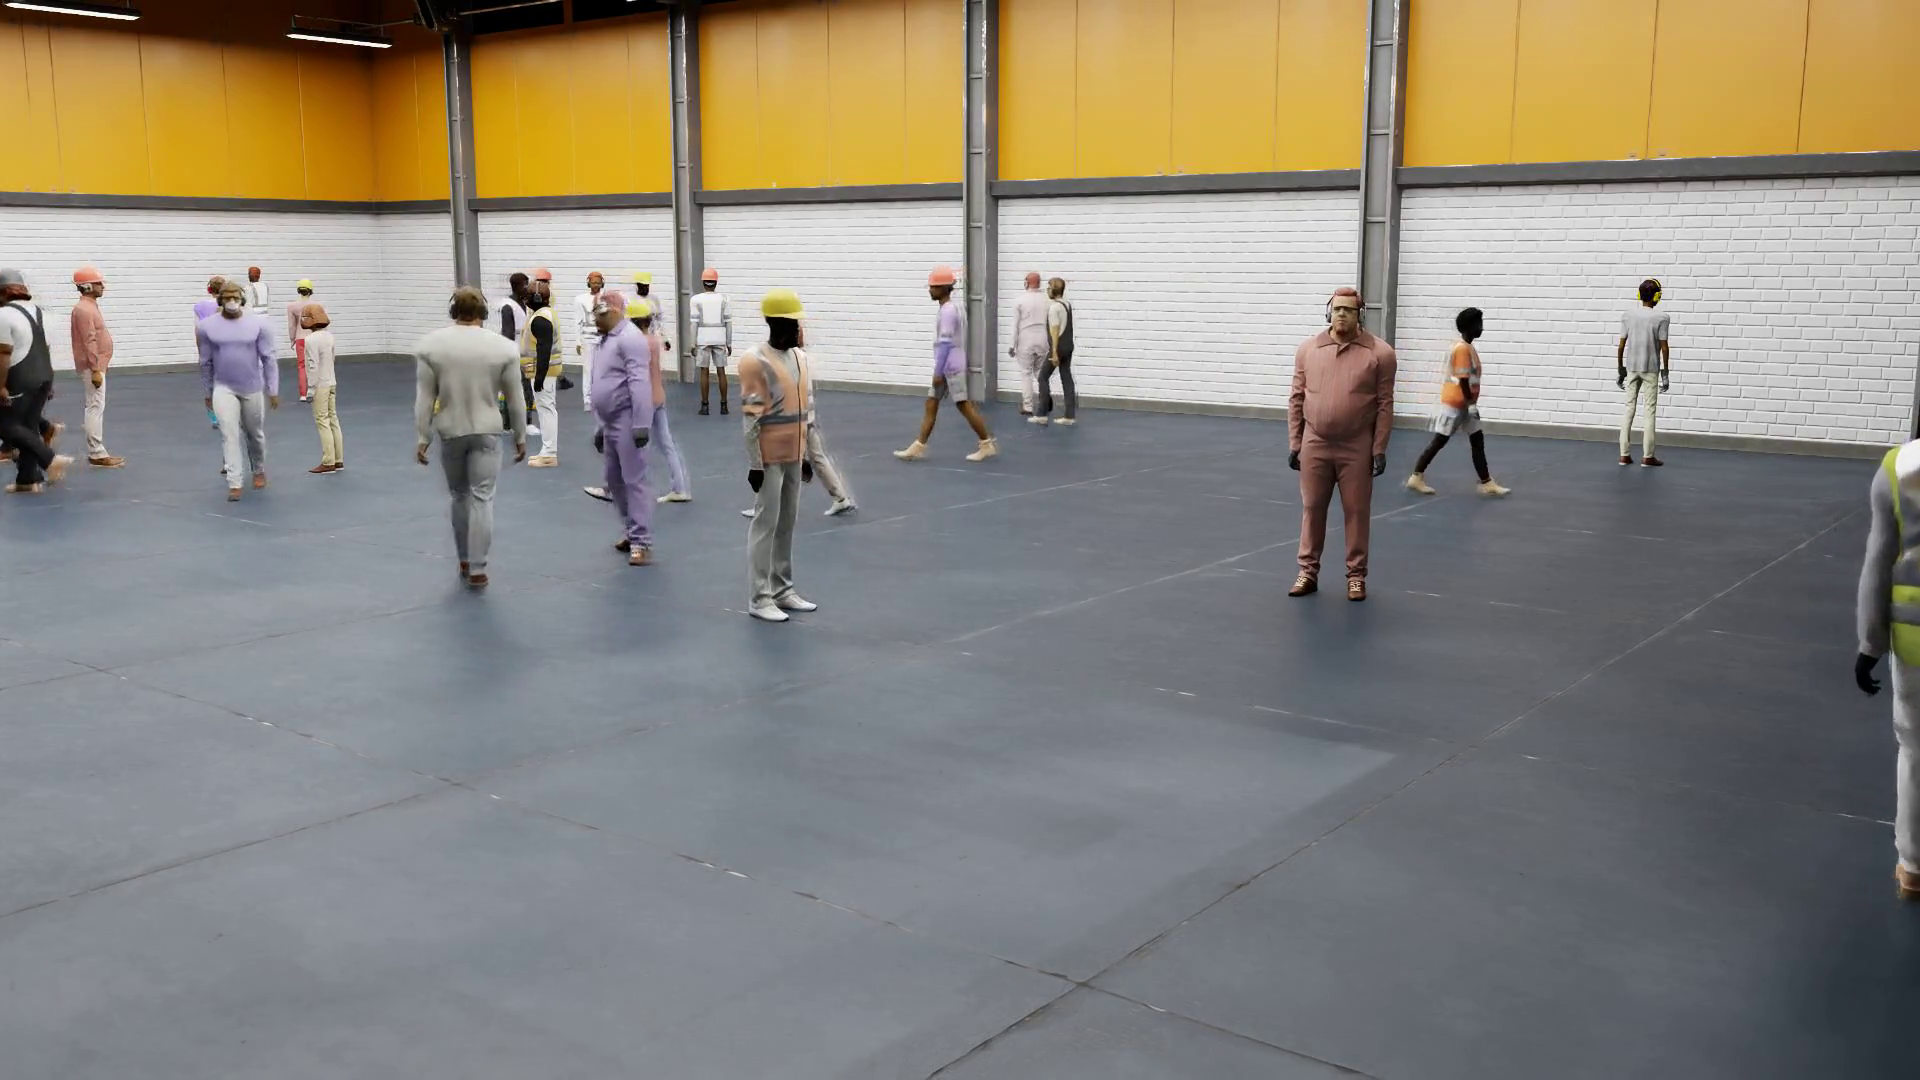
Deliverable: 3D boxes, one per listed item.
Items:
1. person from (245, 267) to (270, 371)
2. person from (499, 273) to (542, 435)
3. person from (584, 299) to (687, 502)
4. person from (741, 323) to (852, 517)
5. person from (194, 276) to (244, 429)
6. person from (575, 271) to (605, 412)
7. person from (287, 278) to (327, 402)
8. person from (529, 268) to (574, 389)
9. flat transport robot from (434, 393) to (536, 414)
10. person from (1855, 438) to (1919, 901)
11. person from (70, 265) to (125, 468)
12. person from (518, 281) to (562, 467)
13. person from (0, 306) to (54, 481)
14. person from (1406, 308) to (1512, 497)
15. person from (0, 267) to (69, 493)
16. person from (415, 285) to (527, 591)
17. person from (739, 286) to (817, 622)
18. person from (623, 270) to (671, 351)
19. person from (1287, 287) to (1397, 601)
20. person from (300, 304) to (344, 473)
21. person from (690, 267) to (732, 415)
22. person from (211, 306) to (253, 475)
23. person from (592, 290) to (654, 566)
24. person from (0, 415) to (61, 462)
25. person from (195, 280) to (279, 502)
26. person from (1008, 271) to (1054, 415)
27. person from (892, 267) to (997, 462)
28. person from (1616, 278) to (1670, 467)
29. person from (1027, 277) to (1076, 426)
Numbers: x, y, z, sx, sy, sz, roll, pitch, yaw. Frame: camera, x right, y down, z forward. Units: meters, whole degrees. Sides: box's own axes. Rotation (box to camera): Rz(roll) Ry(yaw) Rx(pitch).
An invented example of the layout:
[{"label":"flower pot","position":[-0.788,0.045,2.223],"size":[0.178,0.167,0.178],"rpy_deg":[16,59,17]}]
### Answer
[{"label":"person","position":[-12.727,-3.998,30.142],"size":[0.356,1.883,0.572],"rpy_deg":[3,10,17]},{"label":"person","position":[-5.099,-2.167,19.464],"size":[0.711,1.894,0.614],"rpy_deg":[0,10,-1]},{"label":"person","position":[-2.745,-1.157,14.066],"size":[0.892,1.727,0.536],"rpy_deg":[1,10,7]},{"label":"person","position":[-1.285,-0.964,13.322],"size":[0.864,1.596,0.521],"rpy_deg":[2,10,10]},{"label":"person","position":[-8.923,-2.258,20.116],"size":[0.573,1.843,0.374],"rpy_deg":[-2,10,-12]},{"label":"person","position":[-4.888,-2.667,22.394],"size":[0.584,1.880,0.337],"rpy_deg":[-5,11,-25]},{"label":"person","position":[-9.346,-2.862,23.866],"size":[0.523,1.769,0.314],"rpy_deg":[-2,10,-14]},{"label":"person","position":[-6.425,-3.252,25.791],"size":[0.562,1.891,0.909],"rpy_deg":[5,11,25]},{"label":"flat transport robot","position":[-6.367,-1.821,22.149],"size":[0.652,0.197,1.431],"rpy_deg":[8,12,37]},{"label":"person","position":[3.183,0.324,5.183],"size":[0.649,1.810,0.820],"rpy_deg":[8,12,38]},{"label":"person","position":[-8.575,-1.711,16.491],"size":[0.375,1.997,0.612],"rpy_deg":[-5,11,-27]},{"label":"person","position":[-4.185,-1.653,16.608],"size":[0.429,1.844,0.625],"rpy_deg":[-2,10,-11]},{"label":"person","position":[-8.903,-1.508,15.654],"size":[1.011,1.873,0.564],"rpy_deg":[9,14,44]},{"label":"person","position":[4.342,-1.193,14.479],"size":[0.887,1.654,0.533],"rpy_deg":[5,11,27]},{"label":"person","position":[-8.231,-1.414,14.634],"size":[0.692,2.000,0.697],"rpy_deg":[1,10,6]},{"label":"person","position":[-3.106,-0.671,10.682],"size":[0.661,1.907,0.898],"rpy_deg":[-1,10,-7]},{"label":"person","position":[-1.033,-0.501,9.650],"size":[0.382,1.924,0.594],"rpy_deg":[5,11,26]},{"label":"person","position":[-4.302,-2.760,22.930],"size":[0.921,1.884,0.610],"rpy_deg":[9,13,42]},{"label":"person","position":[2.314,-0.585,10.184],"size":[0.643,1.913,0.411],"rpy_deg":[4,11,23]},{"label":"person","position":[-6.182,-1.458,16.079],"size":[0.267,1.632,0.507],"rpy_deg":[0,10,2]},{"label":"person","position":[-3.277,-2.608,21.890],"size":[0.553,1.935,0.362],"rpy_deg":[-3,10,-17]},{"label":"person","position":[-6.963,-1.434,15.934],"size":[0.498,1.633,0.281],"rpy_deg":[-6,12,-32]},{"label":"person","position":[-2.327,-0.772,11.443],"size":[0.396,1.864,0.727],"rpy_deg":[-6,11,-31]},{"label":"person","position":[-9.614,-1.774,16.948],"size":[0.670,1.960,0.634],"rpy_deg":[-10,14,-44]},{"label":"person","position":[-6.305,-1.328,14.573],"size":[0.644,1.904,0.986],"rpy_deg":[-3,10,-18]},{"label":"person","position":[0.961,-2.571,21.820],"size":[0.659,1.894,0.459],"rpy_deg":[-4,11,-24]},{"label":"person","position":[-0.115,-1.763,16.858],"size":[1.068,1.987,0.628],"rpy_deg":[-1,10,-5]},{"label":"person","position":[6.822,-1.666,16.607],"size":[0.535,1.868,0.309],"rpy_deg":[9,14,44]},{"label":"person","position":[1.137,-2.327,20.590],"size":[0.768,1.814,0.527],"rpy_deg":[6,11,30]}]
